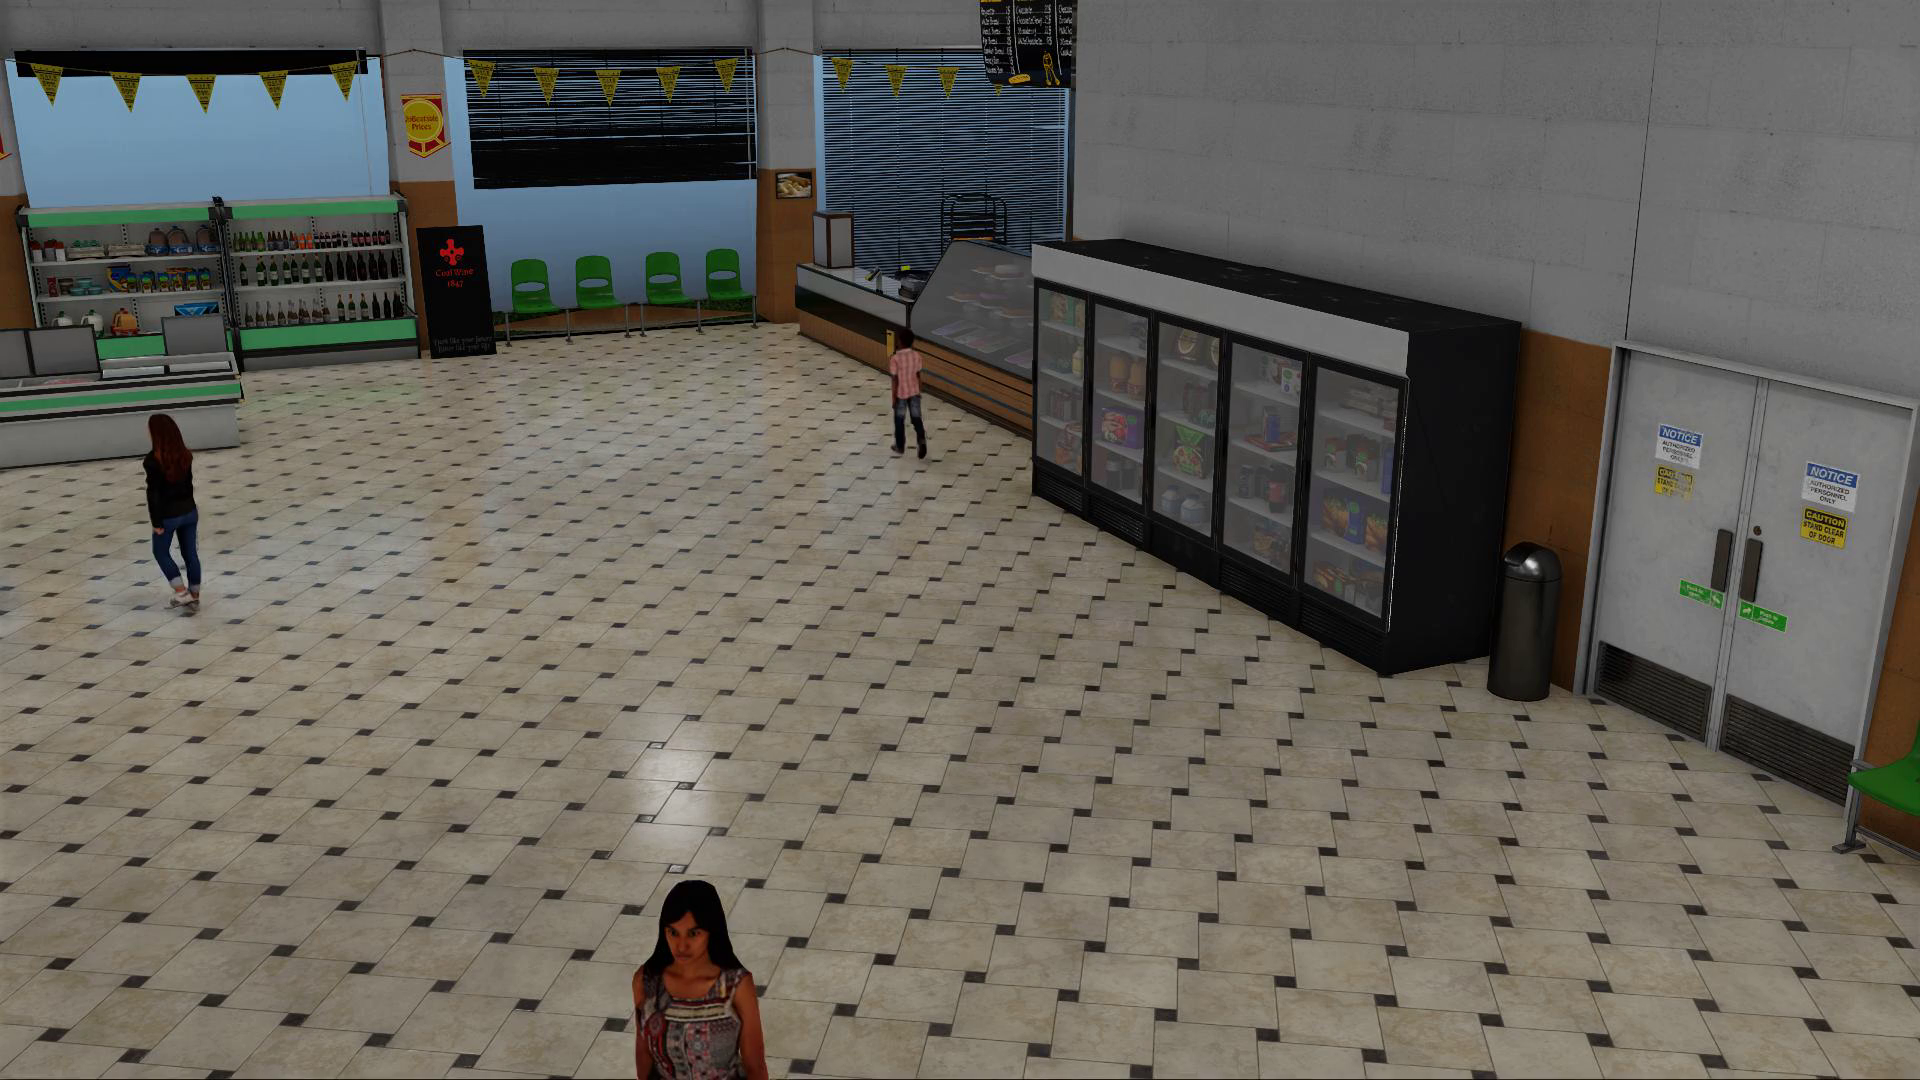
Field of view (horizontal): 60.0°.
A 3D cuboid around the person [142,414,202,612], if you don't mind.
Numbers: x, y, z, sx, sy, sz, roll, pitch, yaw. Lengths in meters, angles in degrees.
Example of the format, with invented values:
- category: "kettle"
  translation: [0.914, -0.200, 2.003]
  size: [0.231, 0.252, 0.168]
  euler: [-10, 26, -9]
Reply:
- category: "person"
  translation: [-5.660, -0.186, 12.094]
  size: [0.718, 1.473, 0.629]
  euler: [9, 19, 28]

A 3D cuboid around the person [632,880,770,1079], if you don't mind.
- category: "person"
  translation: [-0.788, 1.807, 5.308]
  size: [1.148, 1.603, 1.053]
  euler: [2, 17, 5]

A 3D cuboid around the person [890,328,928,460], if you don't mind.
- category: "person"
  translation: [-0.500, -1.449, 16.571]
  size: [0.803, 1.290, 0.604]
  euler: [-6, 18, -20]
